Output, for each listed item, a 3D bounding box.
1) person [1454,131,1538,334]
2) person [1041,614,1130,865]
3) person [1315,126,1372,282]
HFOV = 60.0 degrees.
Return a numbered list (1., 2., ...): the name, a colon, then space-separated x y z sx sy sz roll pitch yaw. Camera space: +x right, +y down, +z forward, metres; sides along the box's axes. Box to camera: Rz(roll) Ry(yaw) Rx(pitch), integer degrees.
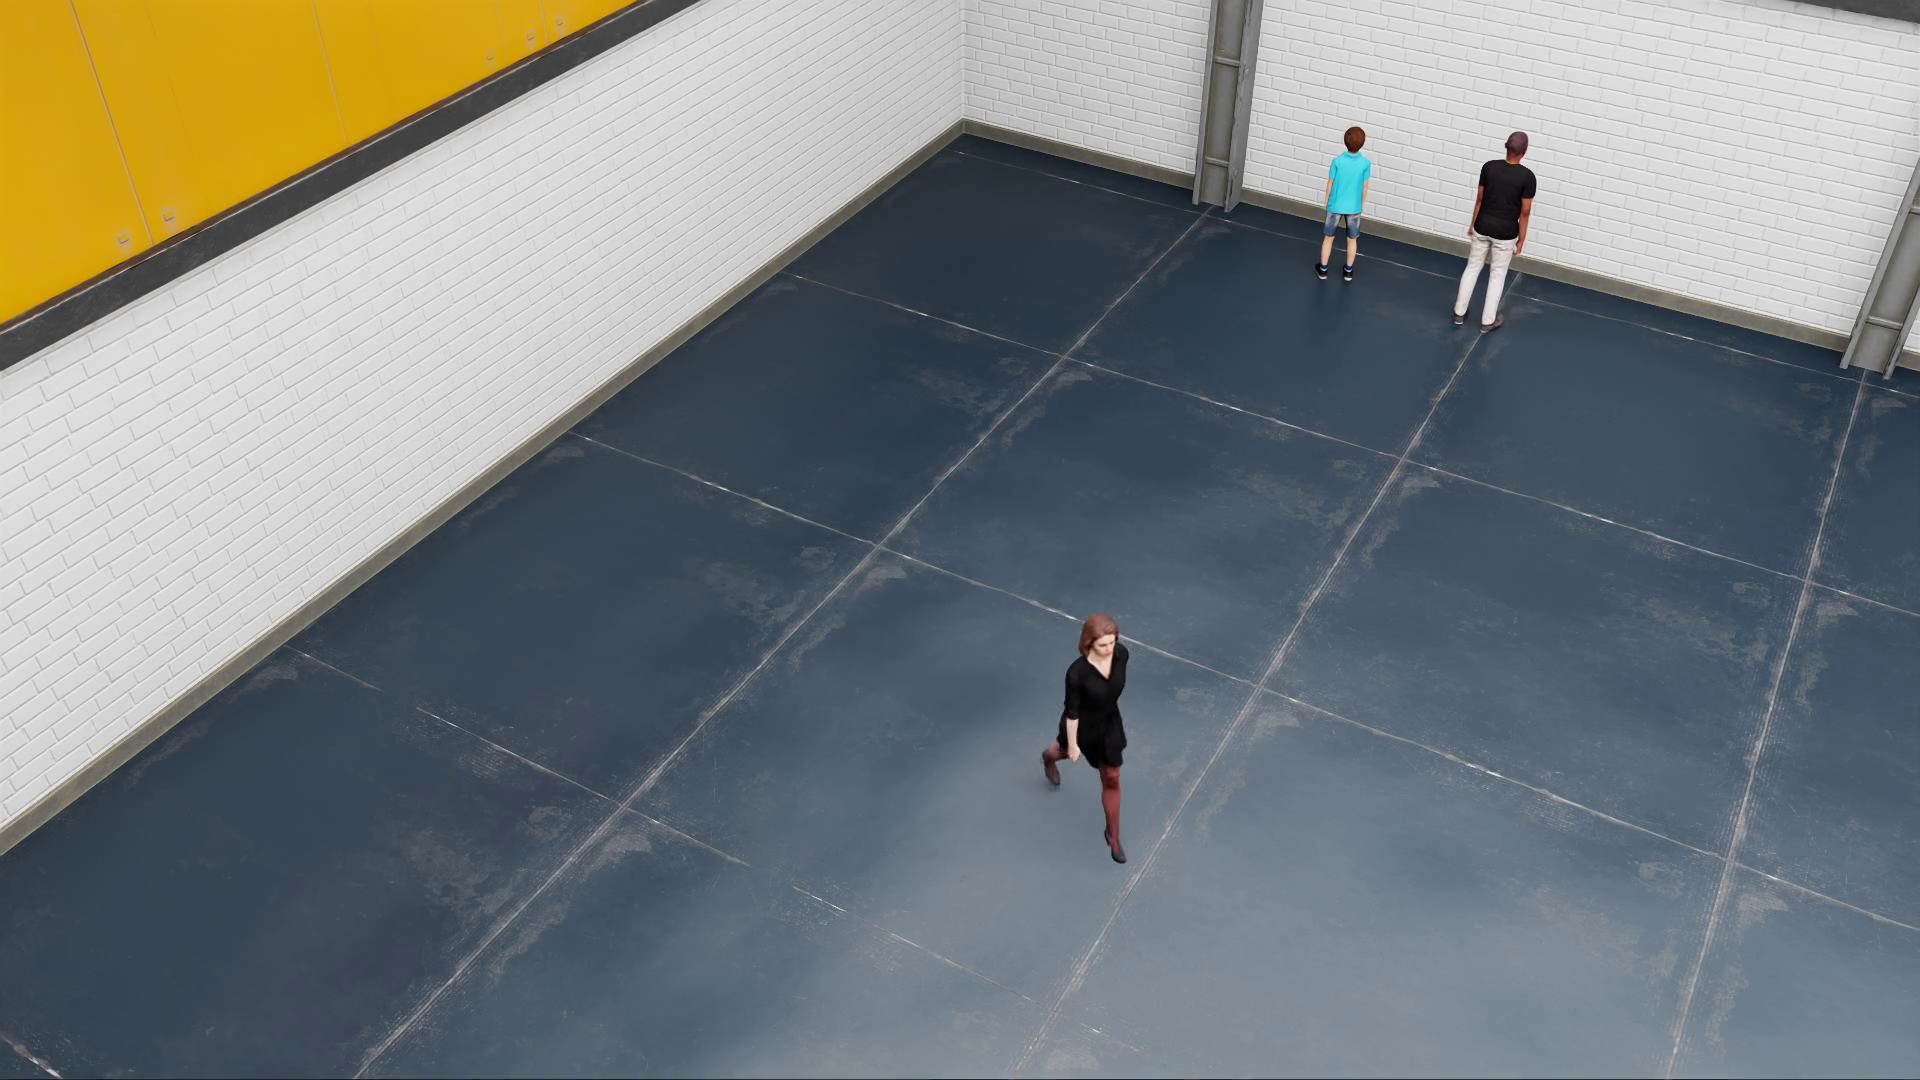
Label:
1. person: 4.564 -2.625 14.173 0.534 1.802 0.719 24 44 27
2. person: 0.705 1.044 9.696 0.966 1.655 1.199 -20 43 -23
3. person: 3.466 -3.026 14.959 0.523 1.447 0.638 4 39 5
